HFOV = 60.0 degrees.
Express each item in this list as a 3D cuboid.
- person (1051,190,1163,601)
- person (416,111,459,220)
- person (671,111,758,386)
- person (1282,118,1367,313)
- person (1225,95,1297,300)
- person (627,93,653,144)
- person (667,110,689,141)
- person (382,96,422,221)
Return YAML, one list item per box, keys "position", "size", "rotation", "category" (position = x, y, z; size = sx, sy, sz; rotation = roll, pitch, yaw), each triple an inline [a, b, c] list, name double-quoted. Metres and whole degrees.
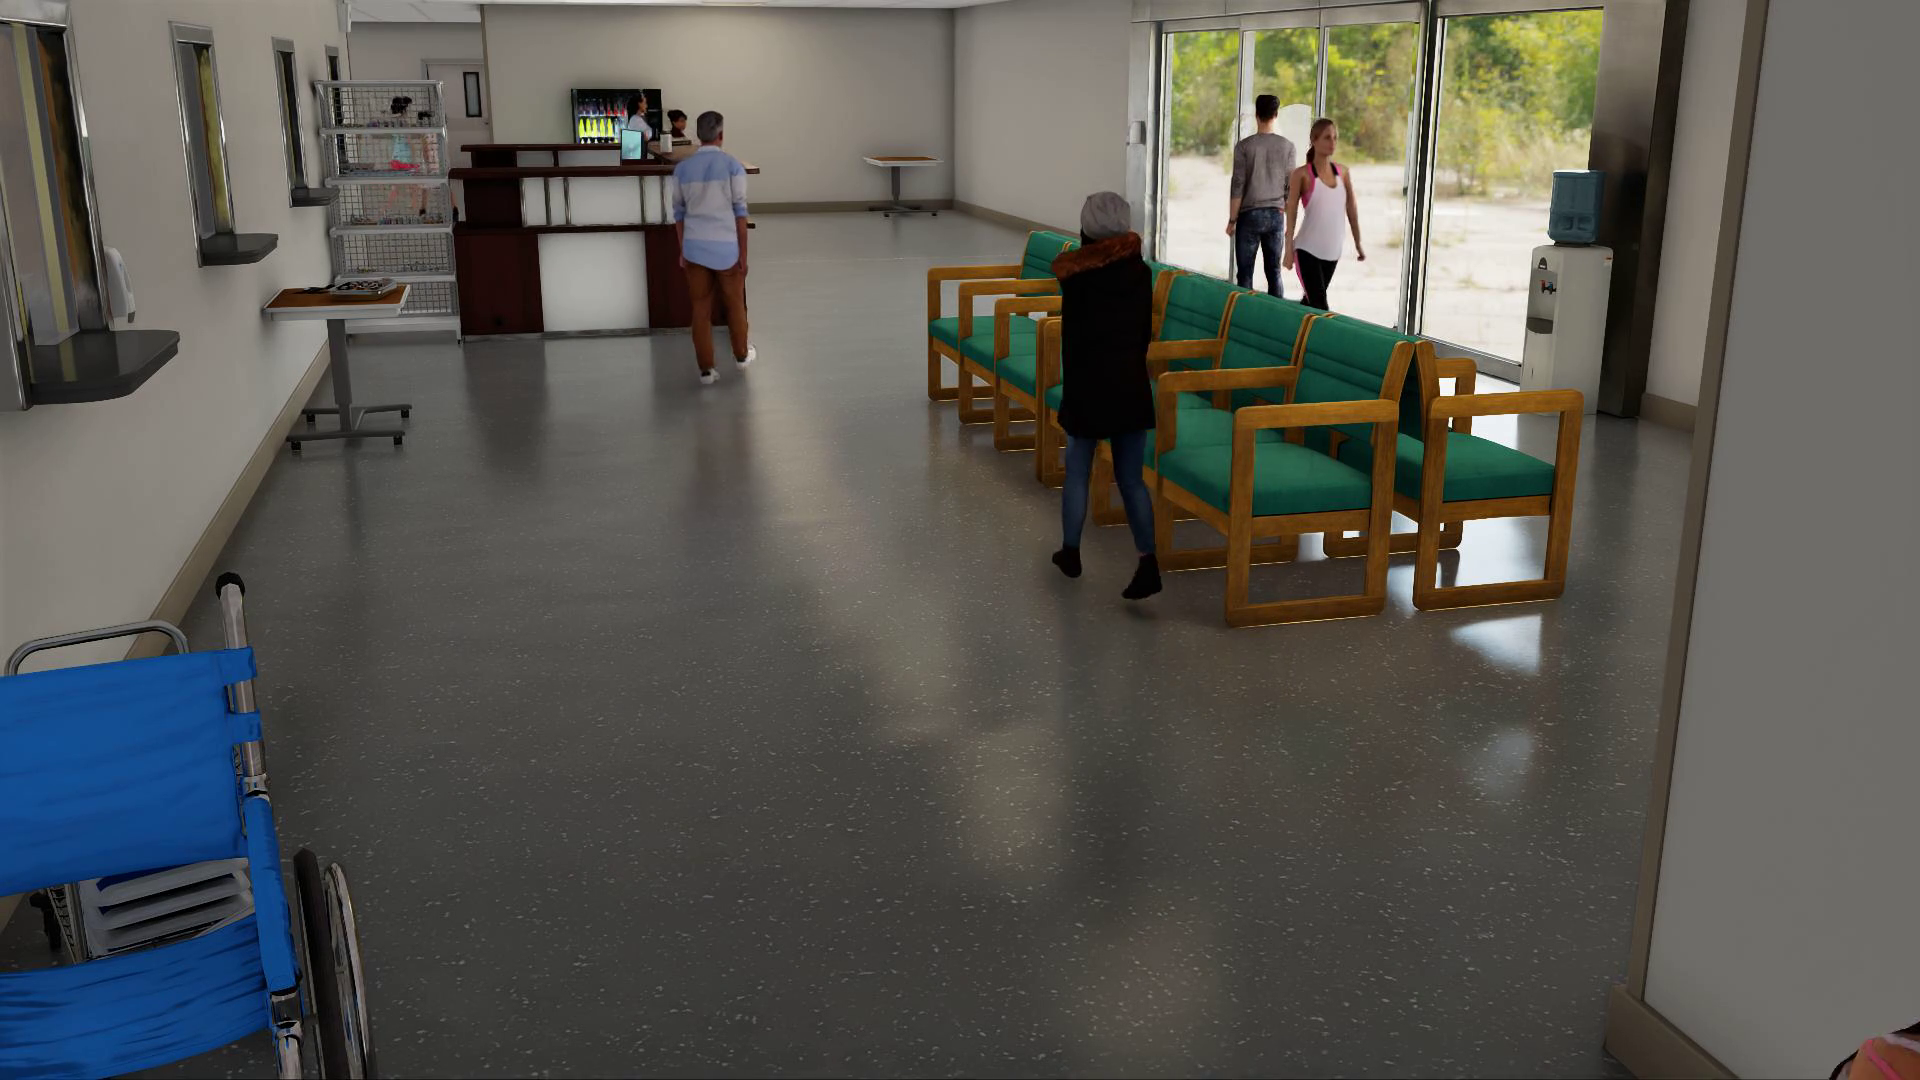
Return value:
- position: [0.623, -0.544, 6.601]
  size: [0.969, 1.609, 0.733]
  rotation: [-6, 17, -19]
  category: "person"
- position: [-7.384, -5.235, 23.436]
  size: [1.036, 1.503, 0.952]
  rotation: [8, 17, 25]
  category: "person"
- position: [-1.679, -1.926, 11.163]
  size: [1.079, 1.794, 0.997]
  rotation: [2, 16, 6]
  category: "person"
- position: [2.320, -1.858, 11.025]
  size: [1.097, 1.738, 0.799]
  rotation: [-7, 17, -23]
  category: "person"
- position: [2.349, -2.493, 12.973]
  size: [0.568, 1.903, 0.800]
  rotation: [-2, 16, -5]
  category: "person"
- position: [-4.014, -4.577, 20.567]
  size: [1.075, 1.792, 0.698]
  rotation: [-5, 17, -18]
  category: "person"
- position: [-3.473, -4.344, 20.069]
  size: [0.911, 1.616, 0.812]
  rotation: [0, 16, 1]
  category: "person"
- position: [-7.363, -4.918, 21.894]
  size: [1.125, 1.731, 1.097]
  rotation: [6, 17, 20]
  category: "person"
